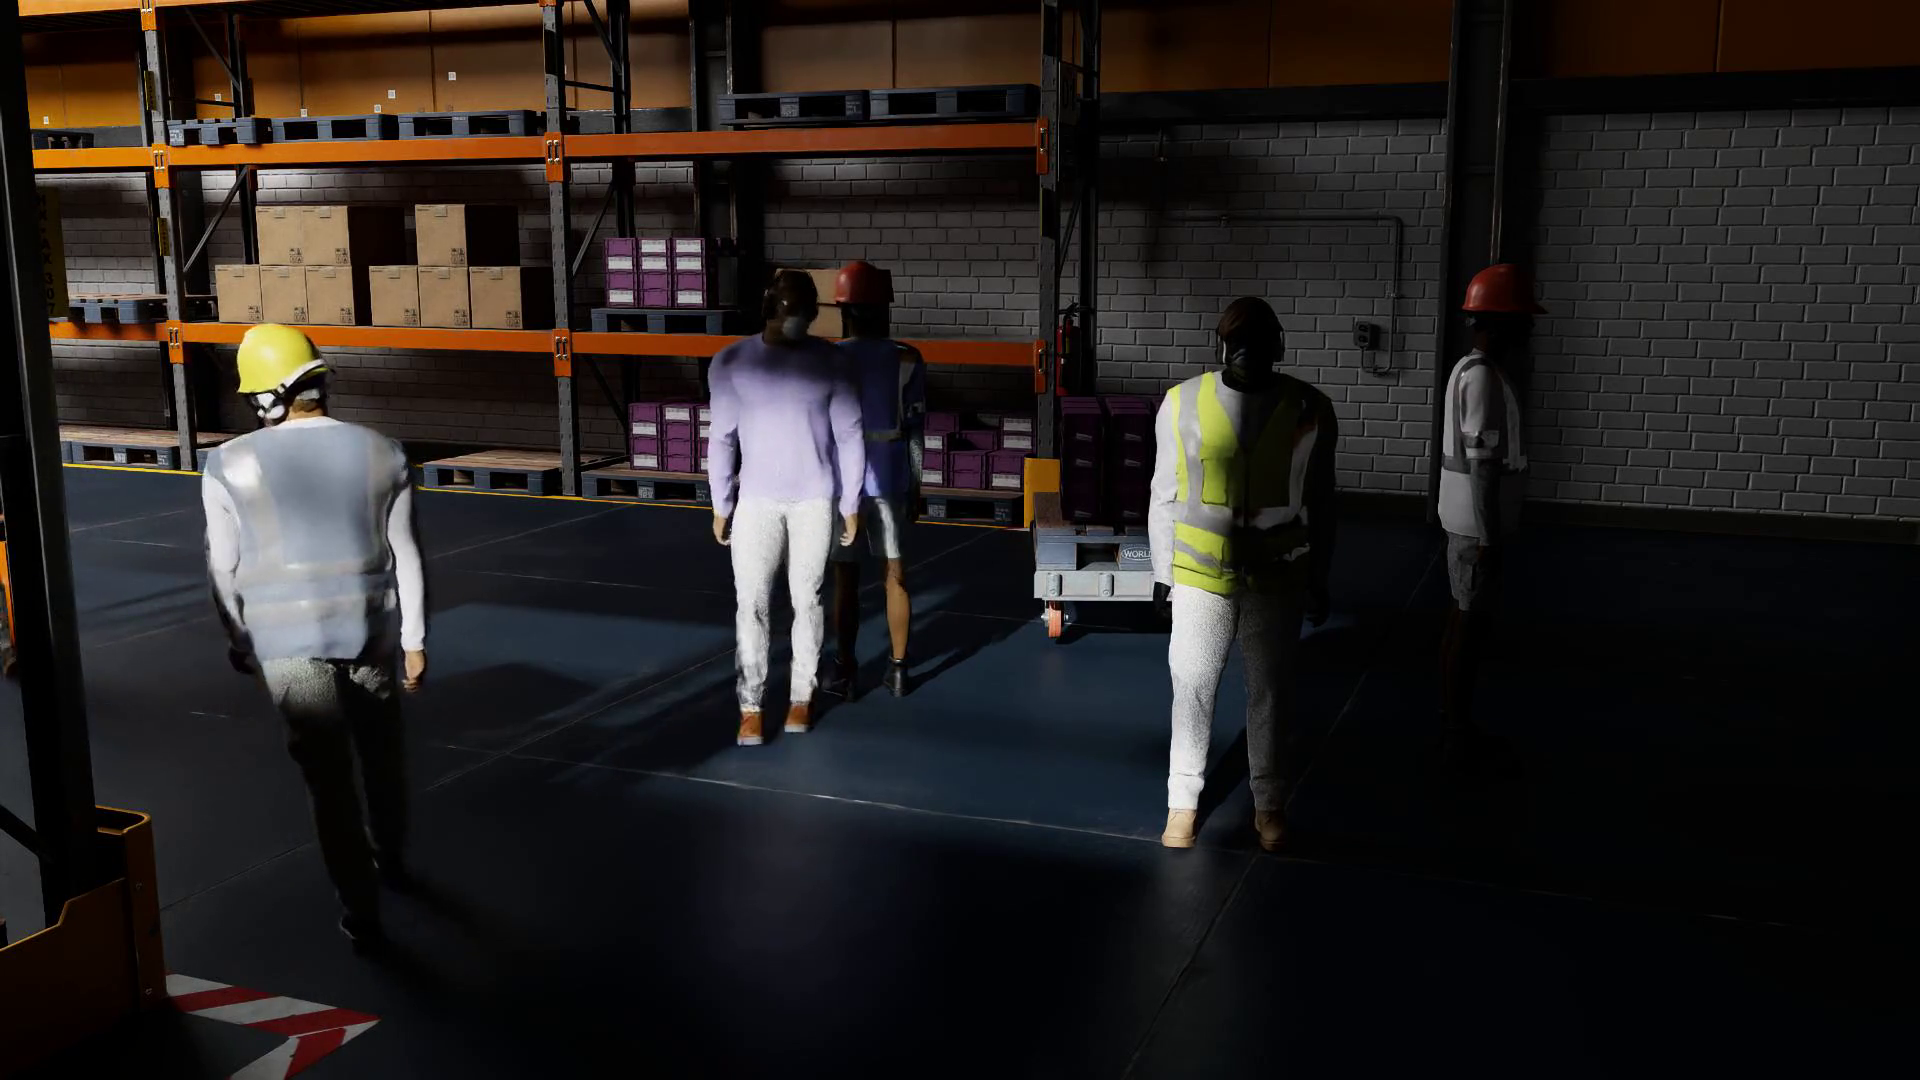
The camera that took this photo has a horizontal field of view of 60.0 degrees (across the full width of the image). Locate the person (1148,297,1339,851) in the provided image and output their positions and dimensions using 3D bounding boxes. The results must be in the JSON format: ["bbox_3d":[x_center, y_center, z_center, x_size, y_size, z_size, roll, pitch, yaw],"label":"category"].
[{"bbox_3d":[0.935,0.122,5.534,0.621,1.845,0.429,1,10,6],"label":"person"}]

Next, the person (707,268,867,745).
[{"bbox_3d":[-0.700,-0.122,6.699,0.651,1.910,0.668,-1,10,-4],"label":"person"}]

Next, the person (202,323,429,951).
[{"bbox_3d":[-1.914,0.258,4.930,0.584,1.781,0.860,-7,12,-33],"label":"person"}]

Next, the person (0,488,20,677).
[{"bbox_3d":[-4.581,-0.268,7.678,0.614,1.842,0.941,-7,12,-35],"label":"person"}]

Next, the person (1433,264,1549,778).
[{"bbox_3d":[2.015,-0.075,6.364,0.358,1.938,0.545,2,10,12],"label":"person"}]

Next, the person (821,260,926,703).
[{"bbox_3d":[-0.422,-0.250,7.327,0.545,1.942,0.351,-4,11,-20],"label":"person"}]
